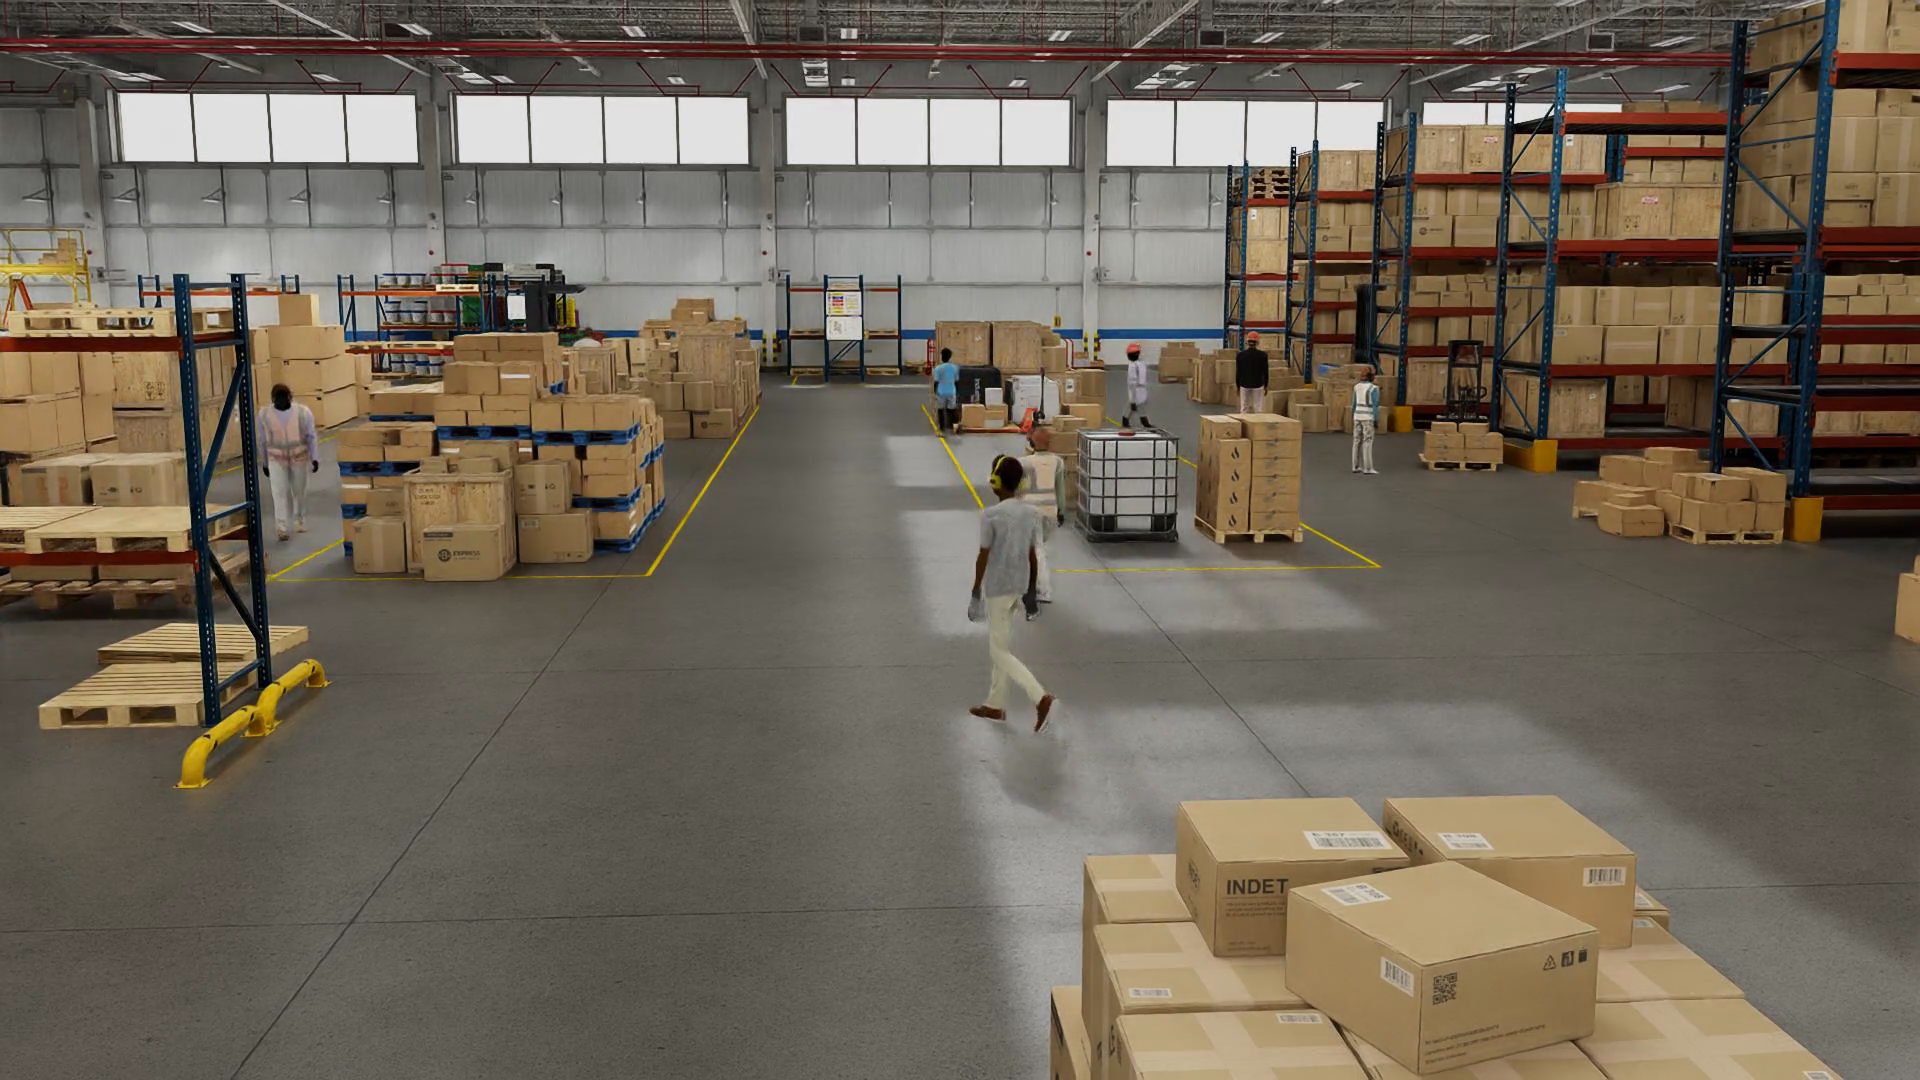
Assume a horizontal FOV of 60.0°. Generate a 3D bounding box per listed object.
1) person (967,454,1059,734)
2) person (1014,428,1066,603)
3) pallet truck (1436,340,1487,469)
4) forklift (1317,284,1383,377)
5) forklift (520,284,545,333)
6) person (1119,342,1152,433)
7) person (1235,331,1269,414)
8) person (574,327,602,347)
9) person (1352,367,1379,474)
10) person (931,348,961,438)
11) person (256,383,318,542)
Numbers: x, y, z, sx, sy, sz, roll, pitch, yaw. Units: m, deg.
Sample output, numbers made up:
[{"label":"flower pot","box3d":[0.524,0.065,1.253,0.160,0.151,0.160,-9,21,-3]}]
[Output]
[{"label":"person","box3d":[0.348,0.358,11.028,0.816,1.849,0.520,8,12,43]},{"label":"person","box3d":[0.676,-0.246,15.547,0.516,1.603,0.790,-5,10,-30]},{"label":"pallet truck","box3d":[8.004,-2.170,26.422,0.823,1.965,1.885,2,9,14]},{"label":"forklift","box3d":[8.726,-4.097,35.757,1.873,2.768,1.129,-1,9,-4]},{"label":"forklift","box3d":[-9.320,-4.225,36.561,1.873,2.768,1.129,-1,9,-4]},{"label":"person","box3d":[2.932,-2.402,28.215,0.984,1.883,0.568,6,11,35]},{"label":"person","box3d":[5.386,-2.846,30.673,0.612,1.995,0.376,2,9,13]},{"label":"person","box3d":[-8.213,-3.782,36.910,0.652,1.887,1.041,2,9,10]},{"label":"person","box3d":[6.175,-1.821,25.353,0.315,1.638,0.515,-5,10,-29]},{"label":"person","box3d":[-0.228,-2.726,30.918,0.547,1.680,0.467,-6,11,-34]},{"label":"person","box3d":[-7.758,-0.916,19.216,0.637,1.797,0.974,-4,10,-23]}]
